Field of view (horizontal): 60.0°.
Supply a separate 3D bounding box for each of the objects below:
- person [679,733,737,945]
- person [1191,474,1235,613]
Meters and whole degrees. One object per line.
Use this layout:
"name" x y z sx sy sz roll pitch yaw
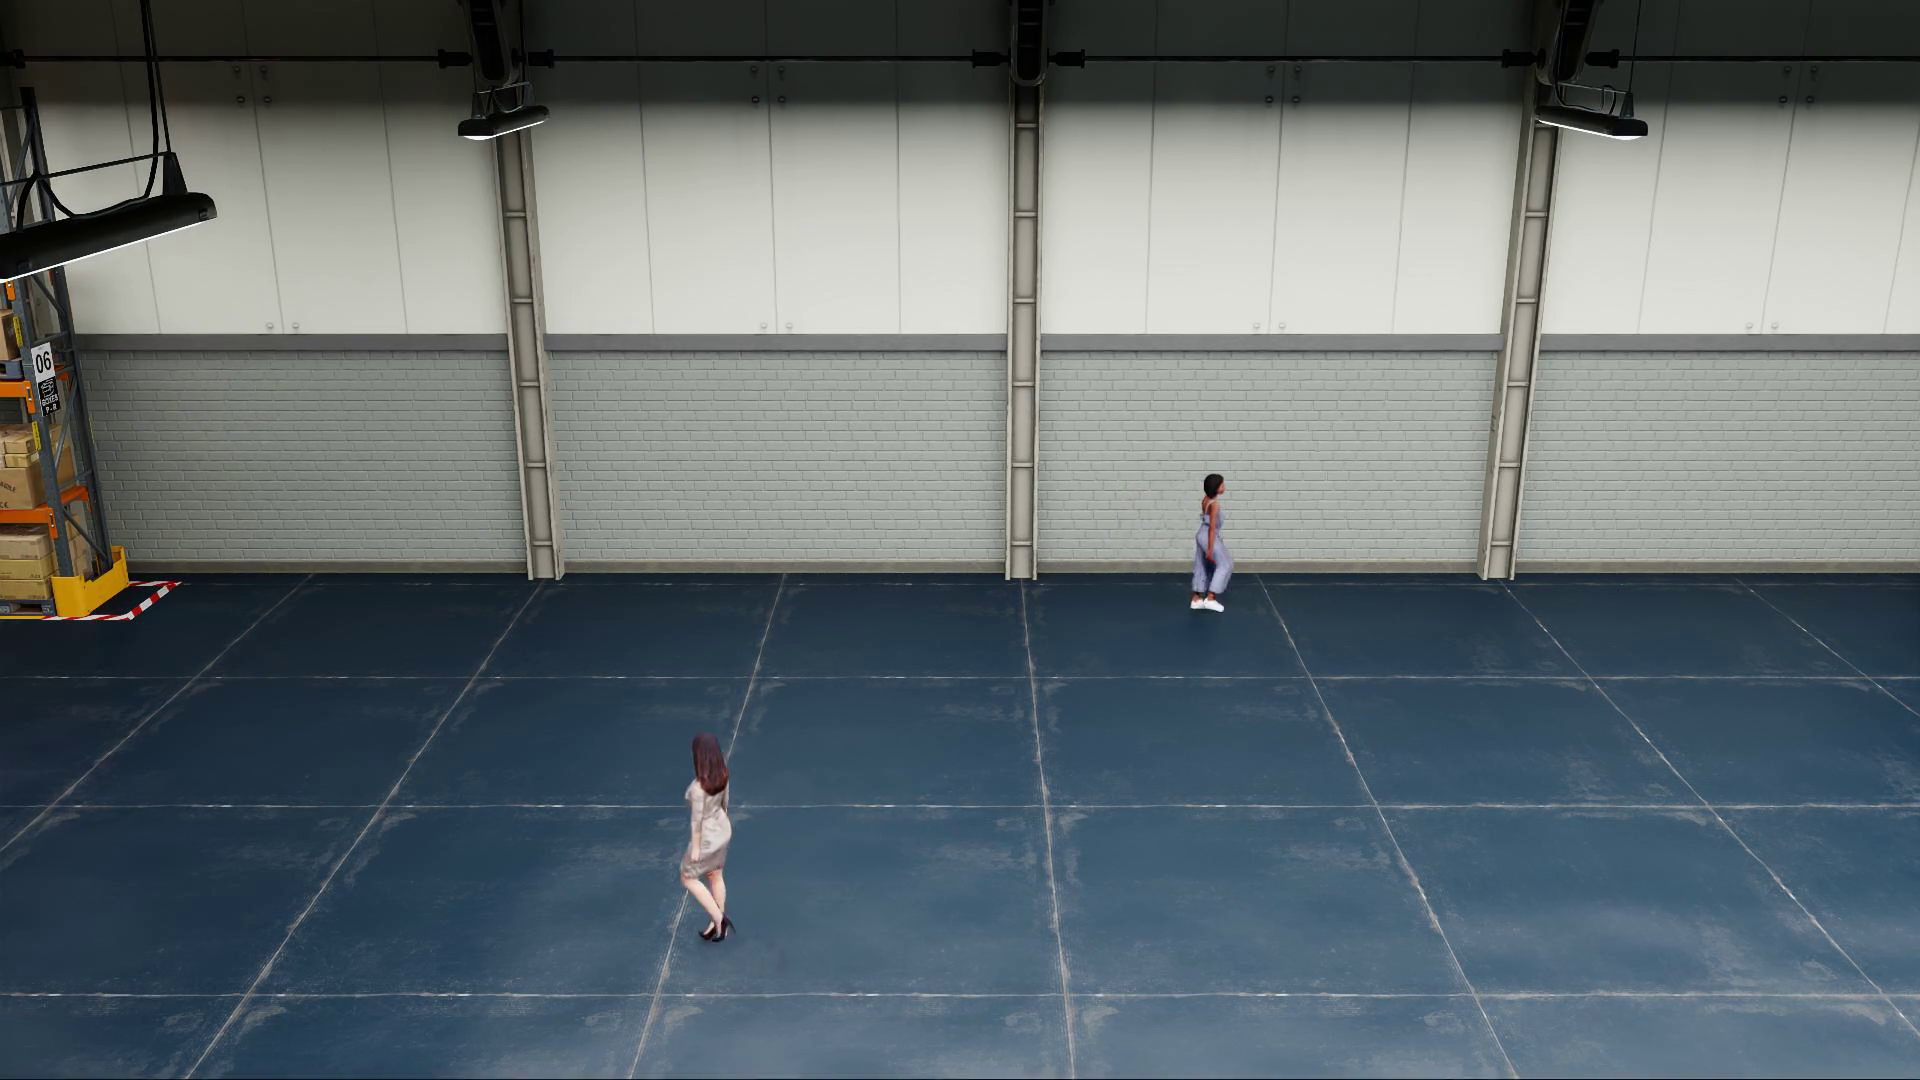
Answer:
"person" -1.836 2.295 12.574 0.778 1.733 0.745 9 20 25
"person" 2.850 0.043 19.571 0.726 1.681 0.642 -4 18 -11
